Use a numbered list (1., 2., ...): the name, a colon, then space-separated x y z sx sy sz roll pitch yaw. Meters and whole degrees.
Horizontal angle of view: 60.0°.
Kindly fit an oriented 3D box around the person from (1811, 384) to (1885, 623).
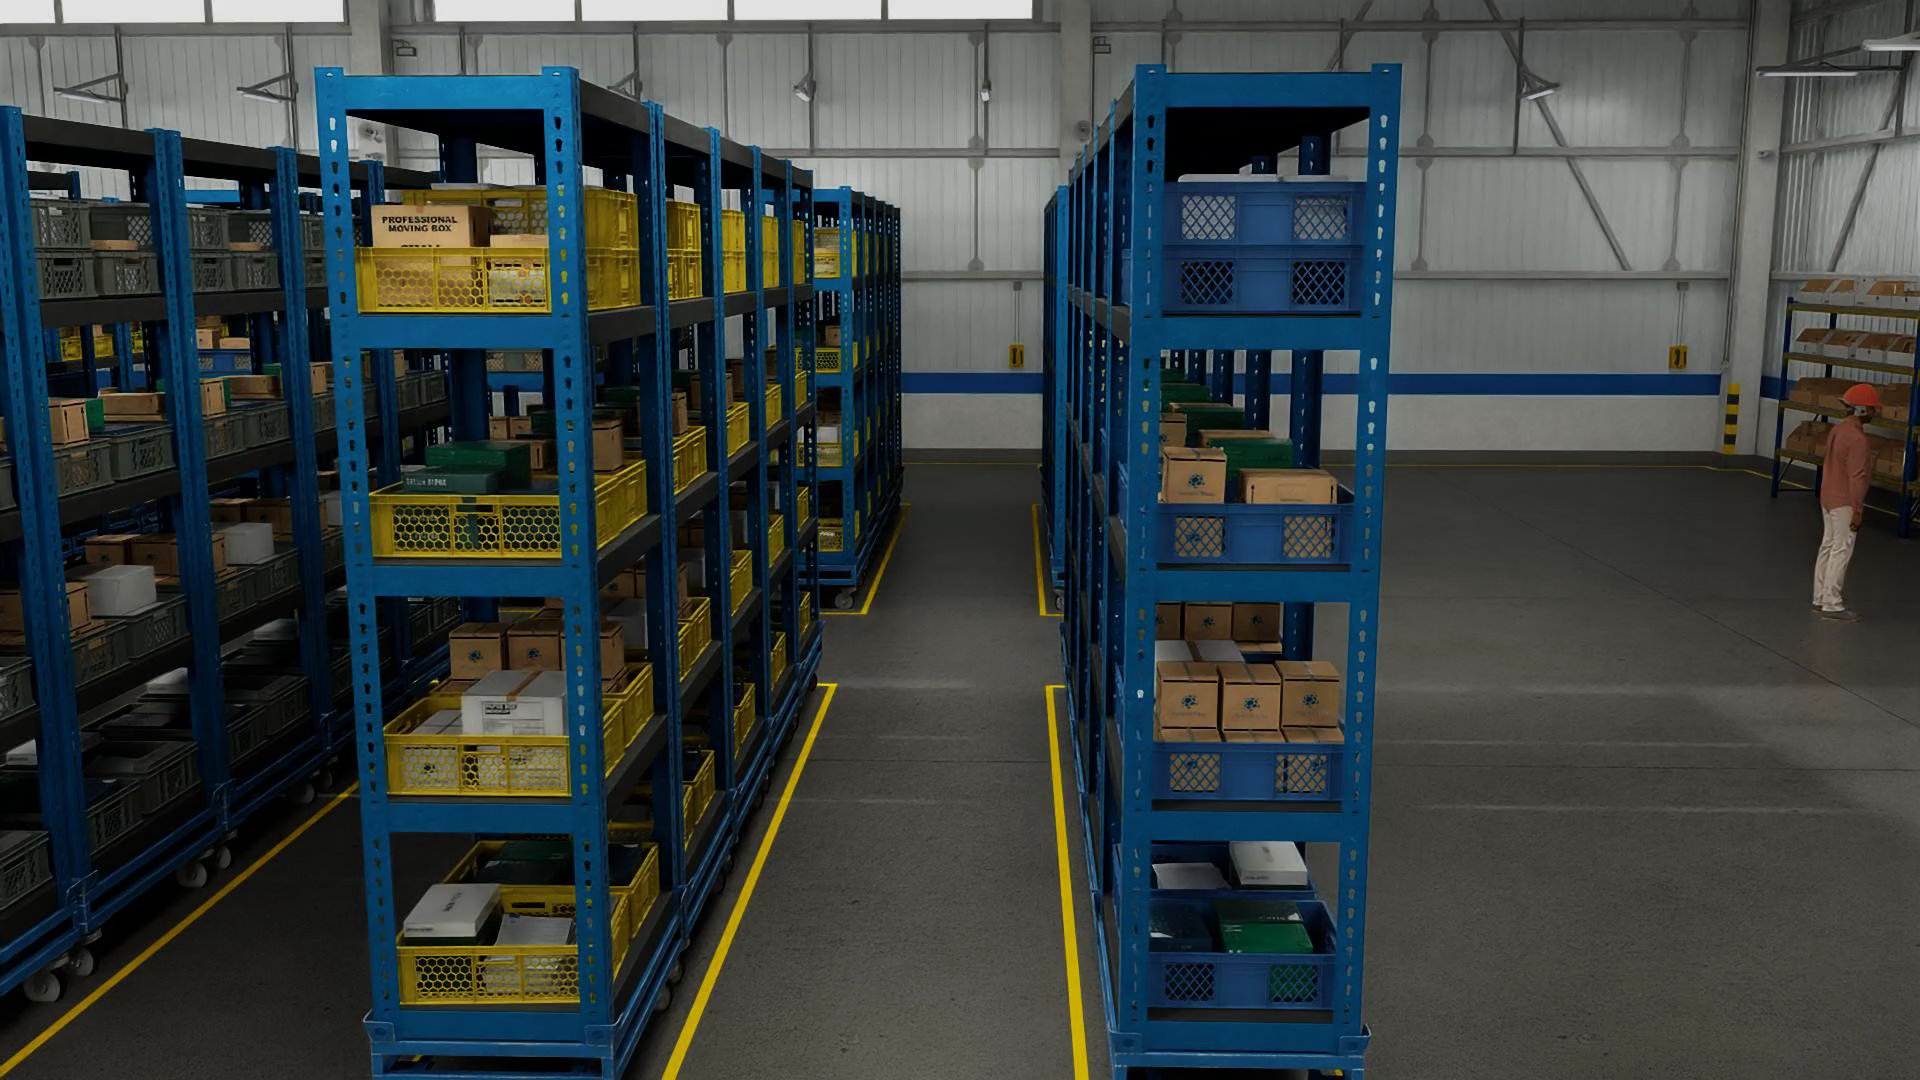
1. person: 7.392 -0.304 13.843 0.406 1.987 0.607 1 10 7
